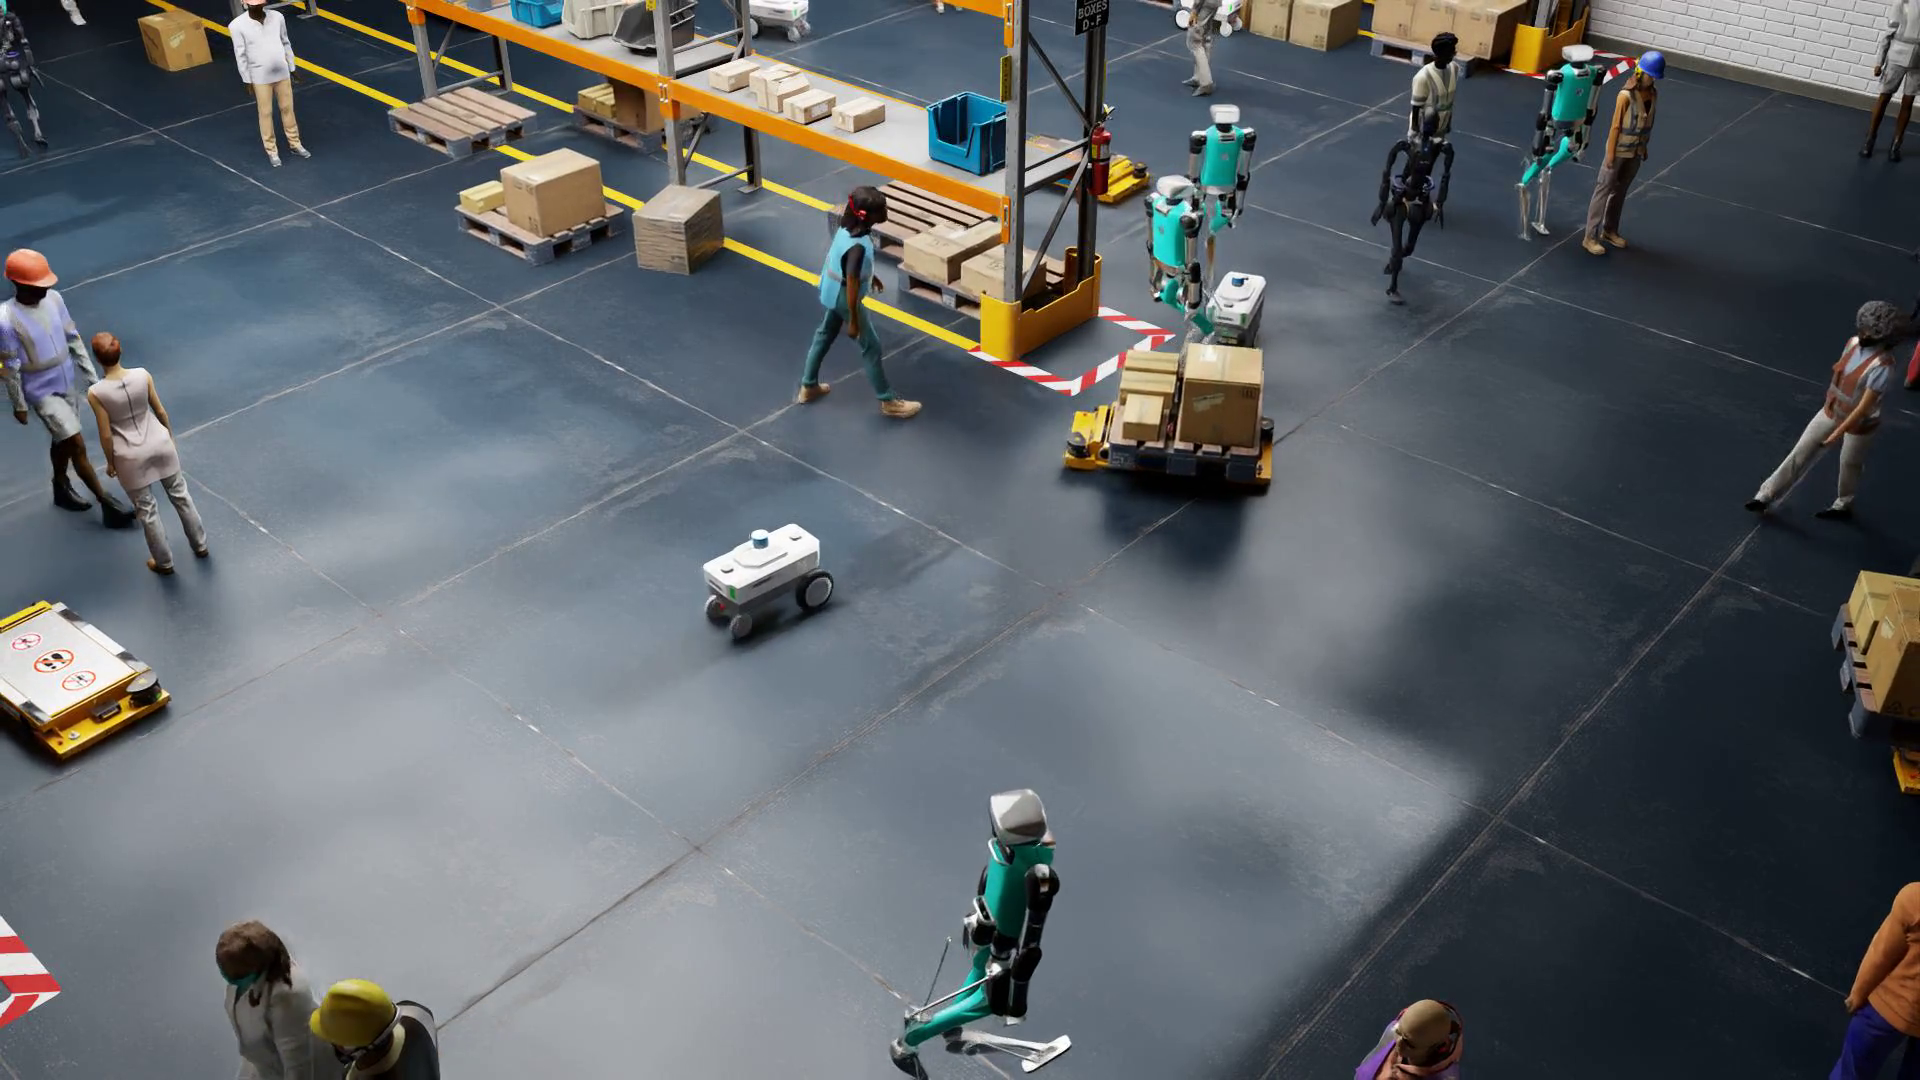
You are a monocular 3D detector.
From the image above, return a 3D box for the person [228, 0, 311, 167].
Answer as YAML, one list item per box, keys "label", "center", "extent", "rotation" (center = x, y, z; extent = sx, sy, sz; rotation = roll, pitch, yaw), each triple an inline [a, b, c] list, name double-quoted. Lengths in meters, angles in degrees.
- label: "person"
  center: [-6.641, -4.499, 16.021]
  extent: [0.342, 1.748, 0.571]
  rotation: [28, 43, 34]

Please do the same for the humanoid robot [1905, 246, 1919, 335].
- label: "humanoid robot"
  center: [7.799, -2.362, 13.000]
  extent: [0.588, 1.645, 0.354]
  rotation: [1, 35, 2]

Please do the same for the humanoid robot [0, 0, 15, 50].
- label: "humanoid robot"
  center: [-10.908, -6.302, 18.685]
  extent: [0.539, 1.756, 1.009]
  rotation: [-17, 38, -23]

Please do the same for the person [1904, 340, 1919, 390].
- label: "person"
  center: [7.419, -1.873, 12.214]
  extent: [0.516, 1.756, 0.347]
  rotation: [23, 41, 29]

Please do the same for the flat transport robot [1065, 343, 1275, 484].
- label: "flat transport robot"
  center: [1.496, -0.691, 11.812]
  extent: [1.431, 0.231, 0.659]
  rotation: [6, 35, 8]

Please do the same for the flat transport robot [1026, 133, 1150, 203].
- label: "flat transport robot"
  center: [1.057, -3.596, 16.020]
  extent: [1.431, 0.231, 0.659]
  rotation: [24, 41, 30]

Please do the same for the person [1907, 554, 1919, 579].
- label: "person"
  center: [5.819, -0.108, 9.587]
  extent: [0.325, 1.838, 0.513]
  rotation: [-21, 40, -27]

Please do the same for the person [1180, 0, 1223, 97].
- label: "person"
  center: [2.594, -5.654, 17.588]
  extent: [0.476, 1.904, 0.559]
  rotation: [18, 38, 24]

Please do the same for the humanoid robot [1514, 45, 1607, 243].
- label: "humanoid robot"
  center: [5.179, -3.526, 14.619]
  extent: [0.544, 1.787, 0.669]
  rotation: [-7, 35, -10]

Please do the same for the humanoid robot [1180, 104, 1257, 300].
- label: "humanoid robot"
  center: [1.995, -2.754, 13.459]
  extent: [0.530, 1.731, 0.730]
  rotation: [-6, 35, -8]

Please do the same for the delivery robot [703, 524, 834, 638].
- label: "delivery robot"
  center: [-1.211, 0.203, 10.252]
  extent: [0.766, 0.580, 0.499]
  rotation: [-27, 43, -33]

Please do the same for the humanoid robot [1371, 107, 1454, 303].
- label: "humanoid robot"
  center: [3.695, -2.821, 13.702]
  extent: [0.590, 1.635, 0.721]
  rotation: [0, 35, 0]

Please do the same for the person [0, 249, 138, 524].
- label: "person"
  center: [-5.800, -0.987, 10.810]
  extent: [0.903, 1.893, 0.565]
  rotation: [8, 35, 12]

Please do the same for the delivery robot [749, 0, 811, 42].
- label: "delivery robot"
  center: [-2.160, -6.171, 19.511]
  extent: [0.811, 0.609, 0.499]
  rotation: [14, 37, 20]

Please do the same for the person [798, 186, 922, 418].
- label: "person"
  center: [-0.768, -1.721, 11.976]
  extent: [0.935, 1.807, 0.575]
  rotation: [-5, 35, -7]

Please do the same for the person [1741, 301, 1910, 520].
- label: "person"
  center: [5.654, -0.785, 10.723]
  extent: [0.817, 1.648, 0.450]
  rotation: [-10, 36, -14]

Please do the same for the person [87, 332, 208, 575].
- label: "person"
  center: [-5.104, -0.537, 10.360]
  extent: [0.289, 1.661, 0.446]
  rotation: [27, 43, 33]

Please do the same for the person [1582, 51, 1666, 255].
- label: "person"
  center: [5.746, -3.338, 14.322]
  extent: [0.469, 1.771, 0.323]
  rotation: [-18, 38, -24]

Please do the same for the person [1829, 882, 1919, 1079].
- label: "person"
  center: [3.835, 1.854, 6.631]
  extent: [0.515, 1.974, 0.407]
  rotation: [14, 37, 20]

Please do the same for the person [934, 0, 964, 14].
- label: "person"
  center: [-0.231, -7.207, 19.957]
  extent: [0.584, 1.744, 0.391]
  rotation: [1, 35, 2]

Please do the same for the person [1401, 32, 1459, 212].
- label: "person"
  center: [4.229, -3.739, 14.975]
  extent: [0.533, 1.691, 0.319]
  rotation: [-23, 41, -29]

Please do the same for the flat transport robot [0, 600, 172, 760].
- label: "flat transport robot"
  center: [-5.303, 0.765, 9.703]
  extent: [1.431, 0.231, 0.659]
  rotation: [24, 41, 31]

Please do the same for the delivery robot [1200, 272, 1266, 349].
- label: "delivery robot"
  center: [2.172, -1.807, 13.193]
  extent: [0.499, 0.613, 0.796]
  rotation: [13, 37, 17]

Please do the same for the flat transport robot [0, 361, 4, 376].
- label: "flat transport robot"
  center: [-7.840, -1.626, 13.166]
  extent: [1.431, 0.231, 0.659]
  rotation: [12, 36, 17]

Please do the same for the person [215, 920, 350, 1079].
- label: "person"
  center: [-2.704, 2.084, 6.593]
  extent: [0.509, 1.612, 0.827]
  rotation: [28, 43, 34]

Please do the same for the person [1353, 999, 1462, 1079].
- label: "person"
  center: [1.622, 2.306, 6.214]
  extent: [0.345, 1.694, 0.482]
  rotation: [-8, 35, -11]

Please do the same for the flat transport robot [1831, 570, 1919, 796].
- label: "flat transport robot"
  center: [5.596, 0.972, 9.402]
  extent: [0.659, 0.231, 1.431]
  rotation: [10, 36, 14]

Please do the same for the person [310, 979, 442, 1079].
- label: "person"
  center: [-2.071, 2.270, 6.145]
  extent: [0.404, 1.833, 0.589]
  rotation: [0, 35, 0]

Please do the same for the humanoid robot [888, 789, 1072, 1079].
- label: "humanoid robot"
  center: [0.020, 1.792, 6.922]
  extent: [1.016, 1.721, 0.538]
  rotation: [-10, 36, -15]

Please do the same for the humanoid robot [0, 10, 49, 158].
- label: "humanoid robot"
  center: [-9.318, -4.566, 16.189]
  extent: [0.603, 1.647, 0.334]
  rotation: [-17, 38, -23]

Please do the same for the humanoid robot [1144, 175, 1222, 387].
- label: "humanoid robot"
  center: [1.695, -1.855, 12.227]
  extent: [0.703, 1.803, 0.536]
  rotation: [-21, 40, -27]

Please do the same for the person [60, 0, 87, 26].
- label: "person"
  center: [-10.792, -7.122, 19.710]
  extent: [0.820, 1.874, 0.648]
  rotation: [26, 42, 33]

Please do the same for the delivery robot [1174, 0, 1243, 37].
- label: "delivery robot"
  center: [2.962, -6.318, 19.709]
  extent: [0.774, 0.592, 0.499]
  rotation: [22, 40, 28]

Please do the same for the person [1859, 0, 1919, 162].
- label: "person"
  center: [9.152, -4.625, 16.060]
  extent: [0.547, 1.924, 0.387]
  rotation: [13, 37, 18]
